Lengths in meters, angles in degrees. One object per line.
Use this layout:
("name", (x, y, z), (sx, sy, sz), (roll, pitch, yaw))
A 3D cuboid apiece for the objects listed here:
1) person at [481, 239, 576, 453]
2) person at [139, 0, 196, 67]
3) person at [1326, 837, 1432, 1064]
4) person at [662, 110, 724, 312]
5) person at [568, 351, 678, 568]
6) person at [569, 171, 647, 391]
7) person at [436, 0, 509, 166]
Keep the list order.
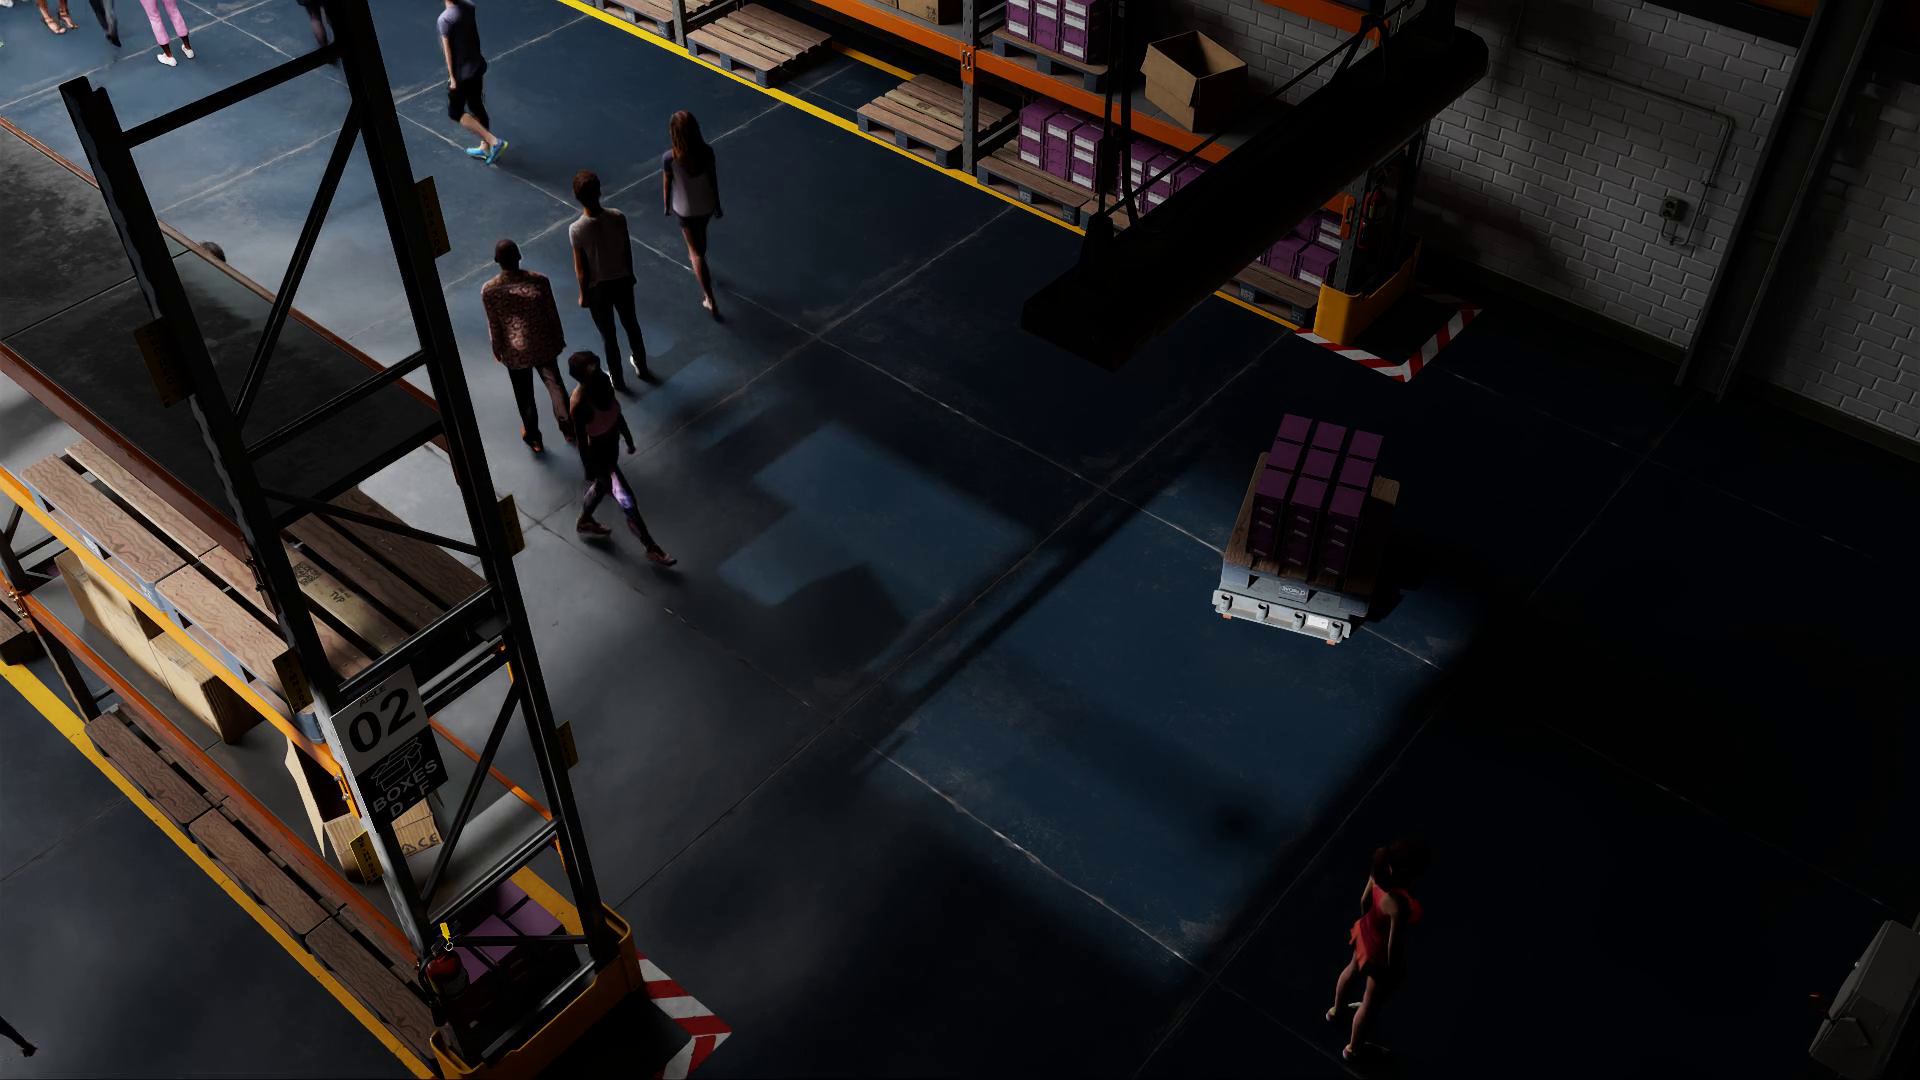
("person", (-3.232, -1.452, 12.447), (0.778, 1.808, 0.756), (-17, 46, -17))
("person", (-8.260, -5.713, 16.968), (0.492, 1.742, 0.572), (30, 51, 28))
("person", (2.202, 2.131, 8.729), (0.721, 1.748, 0.647), (-8, 44, -8))
("person", (-2.194, -2.699, 13.848), (0.918, 1.681, 1.196), (-18, 47, -18))
("person", (-2.549, -0.596, 11.606), (1.166, 1.728, 0.878), (11, 45, 12))
("person", (-2.745, -2.008, 12.969), (0.707, 1.893, 0.638), (-28, 50, -26))
("person", (-4.508, -4.329, 15.420), (0.907, 1.874, 0.826), (12, 45, 12))
